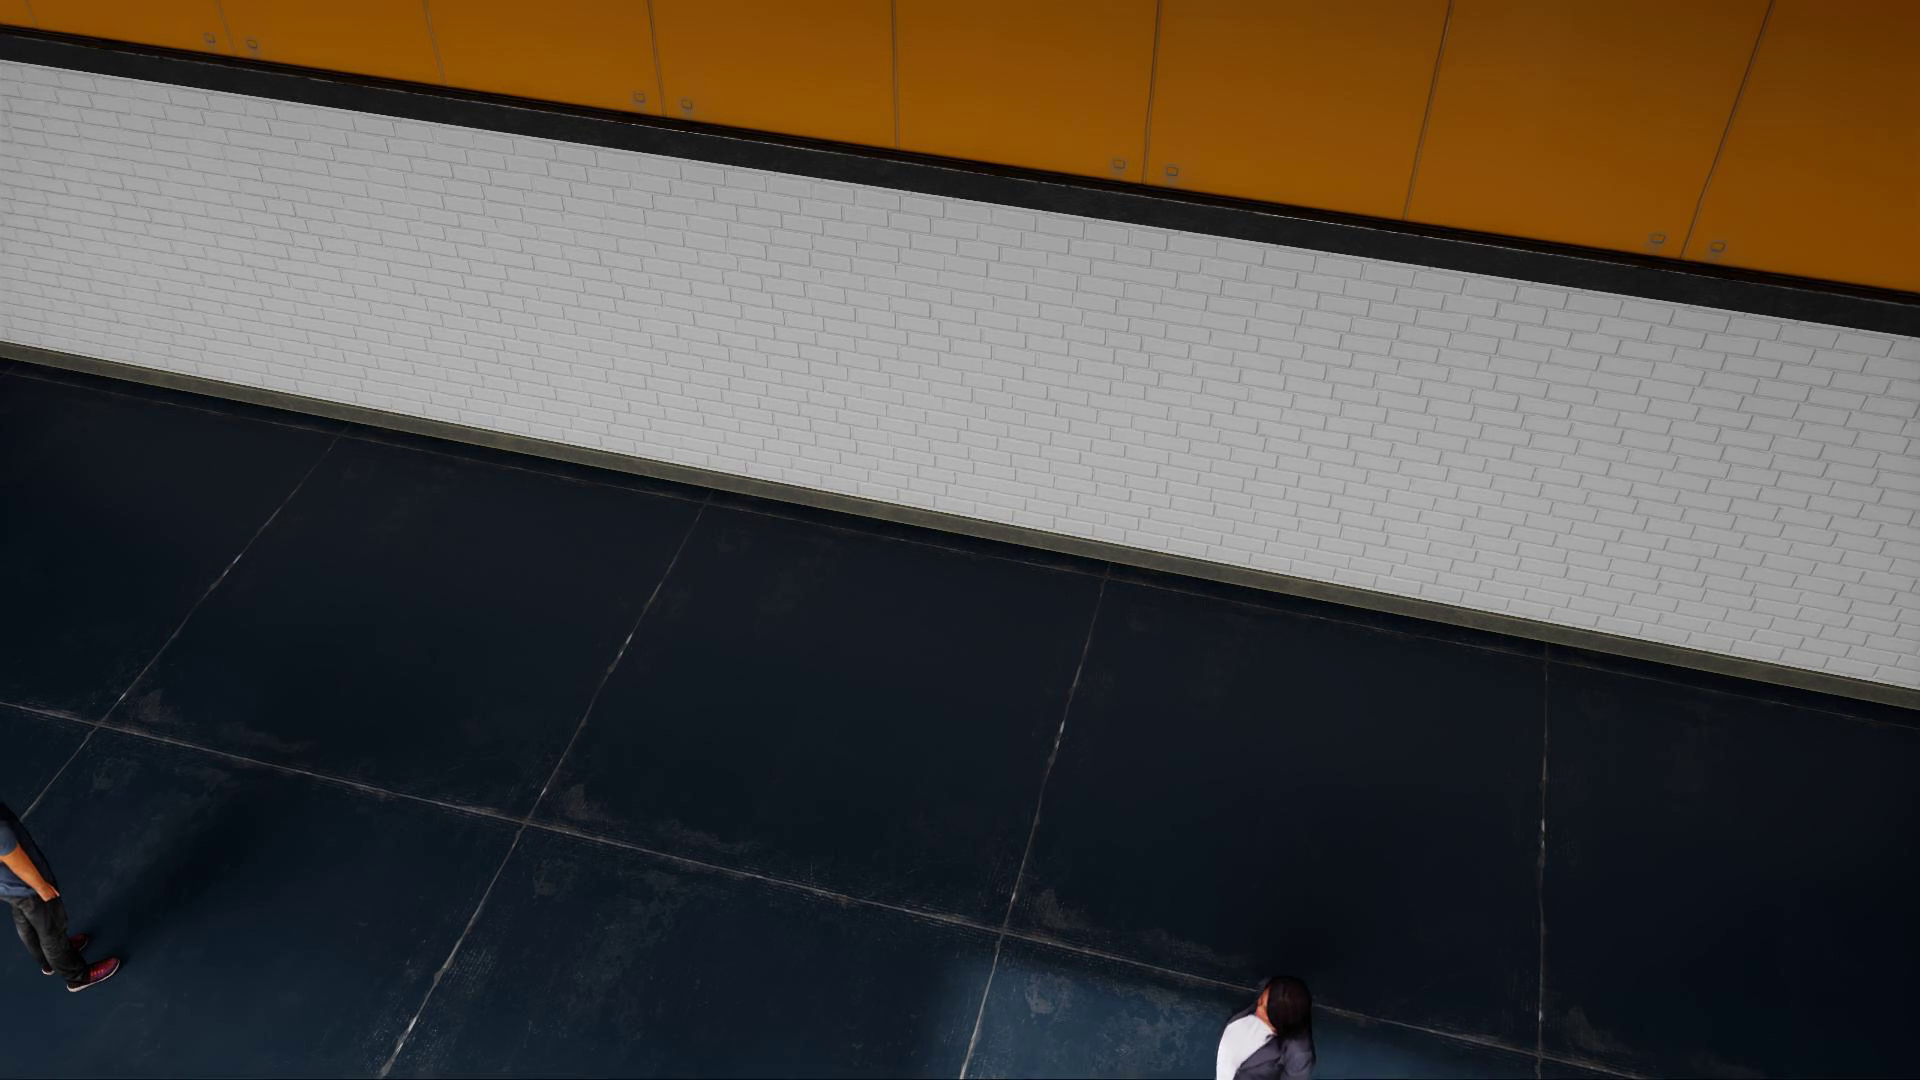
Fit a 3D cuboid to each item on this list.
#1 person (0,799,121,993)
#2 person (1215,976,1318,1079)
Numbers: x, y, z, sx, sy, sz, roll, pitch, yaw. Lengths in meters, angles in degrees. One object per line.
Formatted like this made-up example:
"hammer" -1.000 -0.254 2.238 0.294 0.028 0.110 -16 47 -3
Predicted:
"person" -5.006 1.756 8.799 0.725 1.809 0.669 27 50 25
"person" 1.548 2.590 8.098 1.044 1.568 1.051 -12 45 -12
